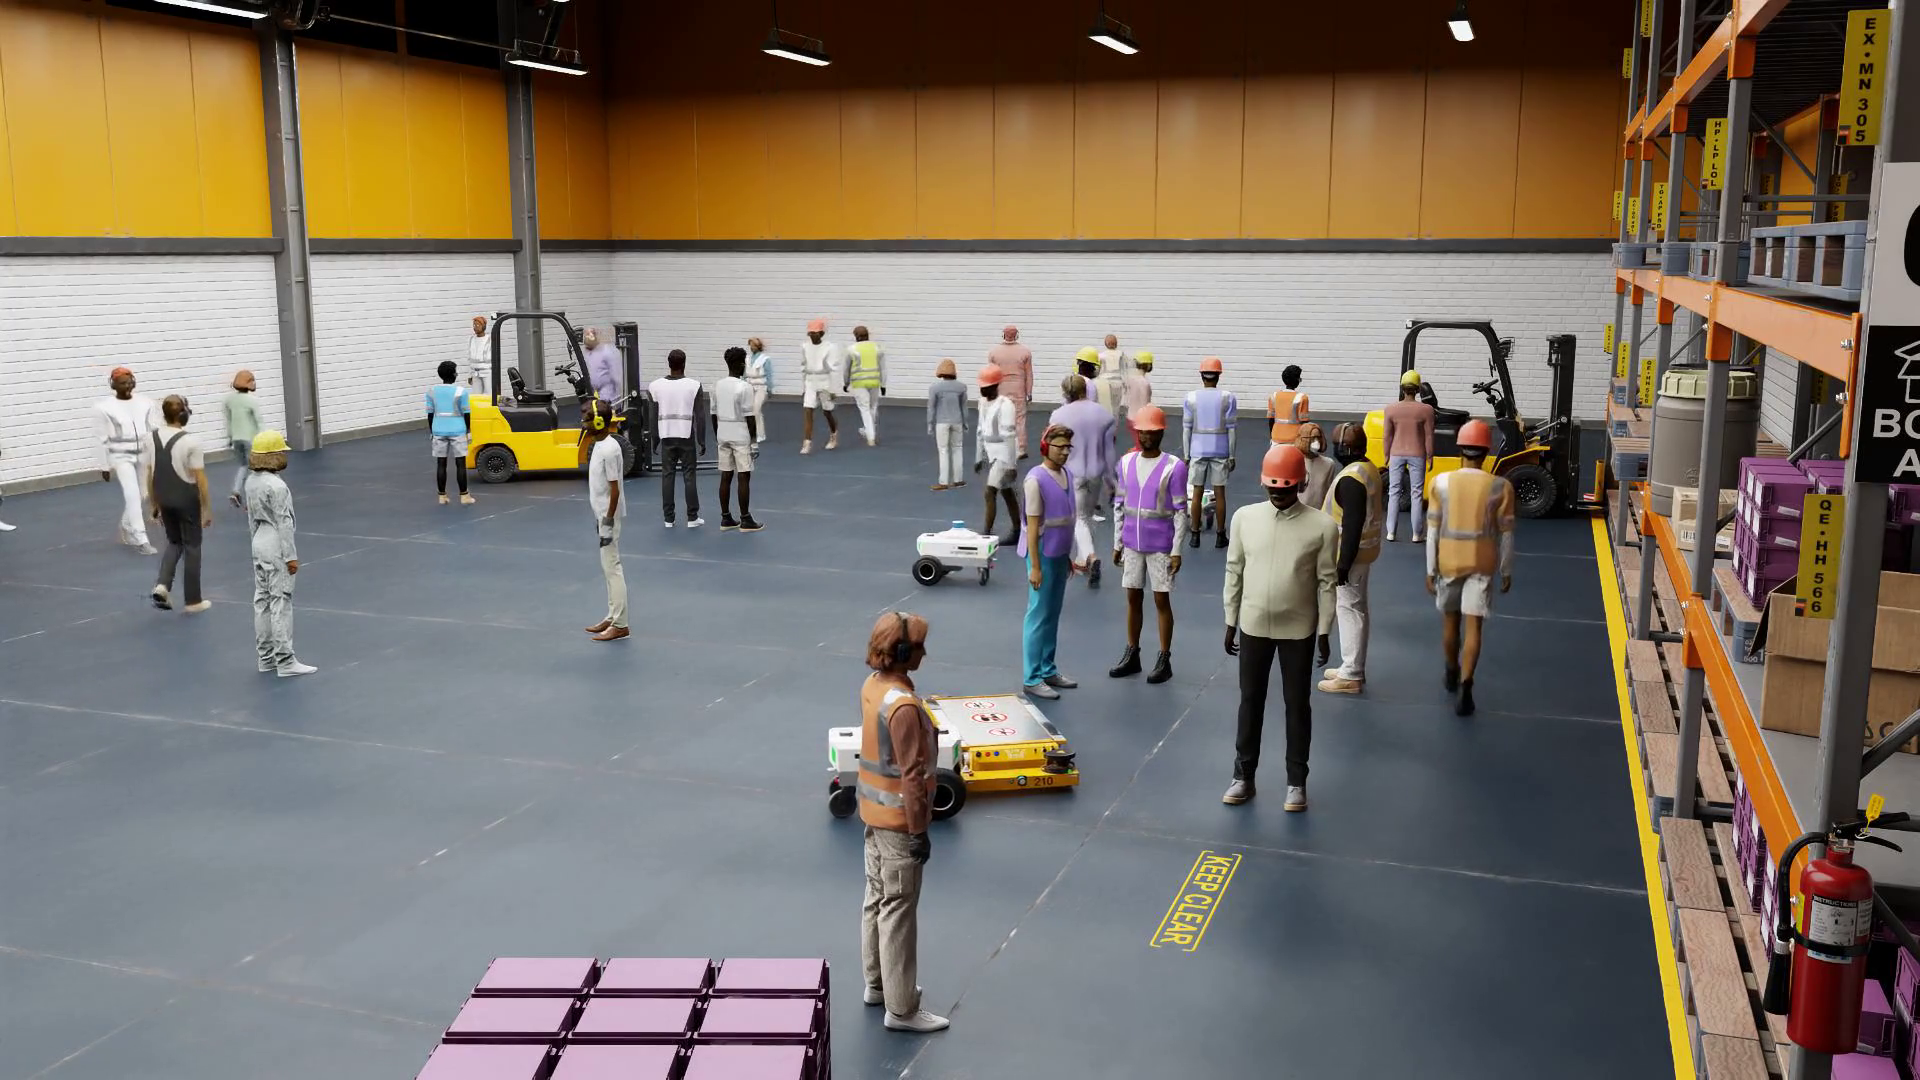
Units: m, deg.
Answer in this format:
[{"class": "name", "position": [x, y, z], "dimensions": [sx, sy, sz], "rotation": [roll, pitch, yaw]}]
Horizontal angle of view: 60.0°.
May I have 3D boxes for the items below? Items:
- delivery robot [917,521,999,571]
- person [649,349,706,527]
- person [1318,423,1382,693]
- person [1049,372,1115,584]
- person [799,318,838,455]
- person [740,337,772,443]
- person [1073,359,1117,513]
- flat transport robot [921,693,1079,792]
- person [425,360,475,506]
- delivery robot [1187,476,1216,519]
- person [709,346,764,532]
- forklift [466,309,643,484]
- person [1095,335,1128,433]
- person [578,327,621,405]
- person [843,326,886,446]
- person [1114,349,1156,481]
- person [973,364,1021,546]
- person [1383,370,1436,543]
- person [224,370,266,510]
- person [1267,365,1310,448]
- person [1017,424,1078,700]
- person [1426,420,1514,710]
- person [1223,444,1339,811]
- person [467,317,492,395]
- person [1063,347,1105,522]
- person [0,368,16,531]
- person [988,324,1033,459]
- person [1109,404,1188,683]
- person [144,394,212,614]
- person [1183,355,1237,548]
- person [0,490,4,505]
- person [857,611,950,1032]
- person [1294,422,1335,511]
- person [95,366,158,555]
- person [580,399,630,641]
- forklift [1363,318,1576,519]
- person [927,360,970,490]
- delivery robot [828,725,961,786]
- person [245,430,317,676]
[{"class": "delivery robot", "position": [-0.014, 0.071, 14.941], "dimensions": [0.707, 0.478, 0.477], "rotation": [2, 10, 13]}, {"class": "person", "position": [-3.033, -1.086, 17.883], "dimensions": [0.596, 1.917, 0.372], "rotation": [1, 10, 3]}, {"class": "person", "position": [2.636, 0.120, 11.318], "dimensions": [0.429, 1.837, 0.634], "rotation": [4, 11, 21]}, {"class": "person", "position": [1.117, -0.559, 14.998], "dimensions": [0.650, 1.903, 0.872], "rotation": [-3, 11, -18]}, {"class": "person", "position": [-2.041, -2.263, 24.343], "dimensions": [0.609, 1.992, 1.050], "rotation": [3, 11, 18]}, {"class": "person", "position": [-3.167, -2.283, 25.465], "dimensions": [0.521, 1.620, 0.573], "rotation": [8, 13, 37]}, {"class": "person", "position": [1.523, -1.187, 18.785], "dimensions": [0.637, 1.798, 0.472], "rotation": [-10, 14, -43]}, {"class": "flat transport robot", "position": [0.202, 1.165, 9.842], "dimensions": [0.652, 0.197, 1.431], "rotation": [-2, 10, -11]}, {"class": "person", "position": [-5.939, -1.241, 19.368], "dimensions": [0.537, 1.699, 0.321], "rotation": [1, 10, 5]}, {"class": "delivery robot", "position": [2.420, -0.438, 17.807], "dimensions": [0.707, 0.478, 0.477], "rotation": [7, 13, 36]}, {"class": "person", "position": [-2.372, -1.067, 17.637], "dimensions": [0.603, 1.967, 0.367], "rotation": [7, 12, 35]}, {"class": "forklift", "position": [-5.354, -1.902, 21.697], "dimensions": [2.313, 2.155, 1.214], "rotation": [-2, 10, -13]}, {"class": "person", "position": [2.396, -2.463, 26.519], "dimensions": [0.538, 1.596, 0.825], "rotation": [0, 10, -1]}, {"class": "person", "position": [-5.133, -2.093, 23.707], "dimensions": [0.663, 1.865, 0.716], "rotation": [9, 14, 42]}, {"class": "person", "position": [-1.486, -2.360, 25.405], "dimensions": [0.633, 1.792, 0.926], "rotation": [-5, 11, -27]}, {"class": "person", "position": [2.189, -1.473, 20.499], "dimensions": [0.448, 1.754, 0.540], "rotation": [-3, 10, -16]}, {"class": "person", "position": [0.346, -0.803, 16.451], "dimensions": [0.856, 1.866, 0.578], "rotation": [-4, 11, -23]}, {"class": "person", "position": [4.570, -0.847, 16.955], "dimensions": [0.525, 1.772, 0.304], "rotation": [5, 11, 25]}, {"class": "person", "position": [-8.107, -1.127, 18.928], "dimensions": [0.529, 1.620, 0.356], "rotation": [4, 11, 19]}, {"class": "person", "position": [3.696, -1.116, 18.670], "dimensions": [0.316, 1.695, 0.542], "rotation": [-10, 14, -43]}, {"class": "person", "position": [0.593, 0.131, 11.240], "dimensions": [0.389, 1.841, 0.564], "rotation": [5, 11, 28]}, {"class": "person", "position": [3.359, 0.150, 10.996], "dimensions": [0.555, 1.896, 0.902], "rotation": [4, 11, 21]}, {"class": "person", "position": [1.707, 0.466, 8.947], "dimensions": [0.608, 1.987, 0.388], "rotation": [4, 11, 22]}, {"class": "person", "position": [-7.689, -2.649, 26.783], "dimensions": [0.573, 1.883, 0.353], "rotation": [4, 11, 24]}, {"class": "person", "position": [1.361, -1.155, 18.273], "dimensions": [0.380, 1.917, 0.586], "rotation": [-6, 12, -29]}, {"class": "person", "position": [-10.226, -1.010, 17.464], "dimensions": [0.411, 1.919, 0.601], "rotation": [0, 10, -3]}, {"class": "person", "position": [0.722, -2.099, 23.614], "dimensions": [0.639, 1.911, 0.406], "rotation": [1, 10, 5]}, {"class": "person", "position": [1.303, 0.023, 11.568], "dimensions": [0.551, 1.941, 0.342], "rotation": [7, 12, 35]}, {"class": "person", "position": [-6.392, -0.282, 13.603], "dimensions": [0.533, 1.827, 0.454], "rotation": [2, 10, 9]}, {"class": "person", "position": [2.500, -0.878, 16.664], "dimensions": [0.544, 1.935, 0.361], "rotation": [2, 10, 13]}, {"class": "person", "position": [-8.556, -0.420, 14.367], "dimensions": [0.416, 1.837, 0.573], "rotation": [8, 13, 39]}, {"class": "person", "position": [-0.243, 1.084, 6.455], "dimensions": [0.307, 1.637, 0.512], "rotation": [-4, 11, -20]}, {"class": "person", "position": [2.761, -0.124, 13.254], "dimensions": [0.500, 1.636, 0.280], "rotation": [-4, 11, -20]}, {"class": "person", "position": [-8.255, -0.805, 16.493], "dimensions": [0.910, 1.856, 0.571], "rotation": [8, 13, 36]}, {"class": "person", "position": [-2.734, -0.153, 12.785], "dimensions": [0.327, 1.865, 0.521], "rotation": [-3, 11, -17]}, {"class": "forklift", "position": [5.787, -1.437, 19.079], "dimensions": [2.313, 2.155, 1.214], "rotation": [3, 11, 19]}, {"class": "person", "position": [-0.139, -1.426, 20.680], "dimensions": [0.543, 1.606, 0.449], "rotation": [-3, 10, -14]}, {"class": "delivery robot", "position": [-0.356, 1.136, 8.940], "dimensions": [0.707, 0.478, 0.477], "rotation": [-1, 10, -4]}, {"class": "person", "position": [-4.830, 0.091, 11.747], "dimensions": [0.486, 1.744, 0.294], "rotation": [8, 13, 39]}]
